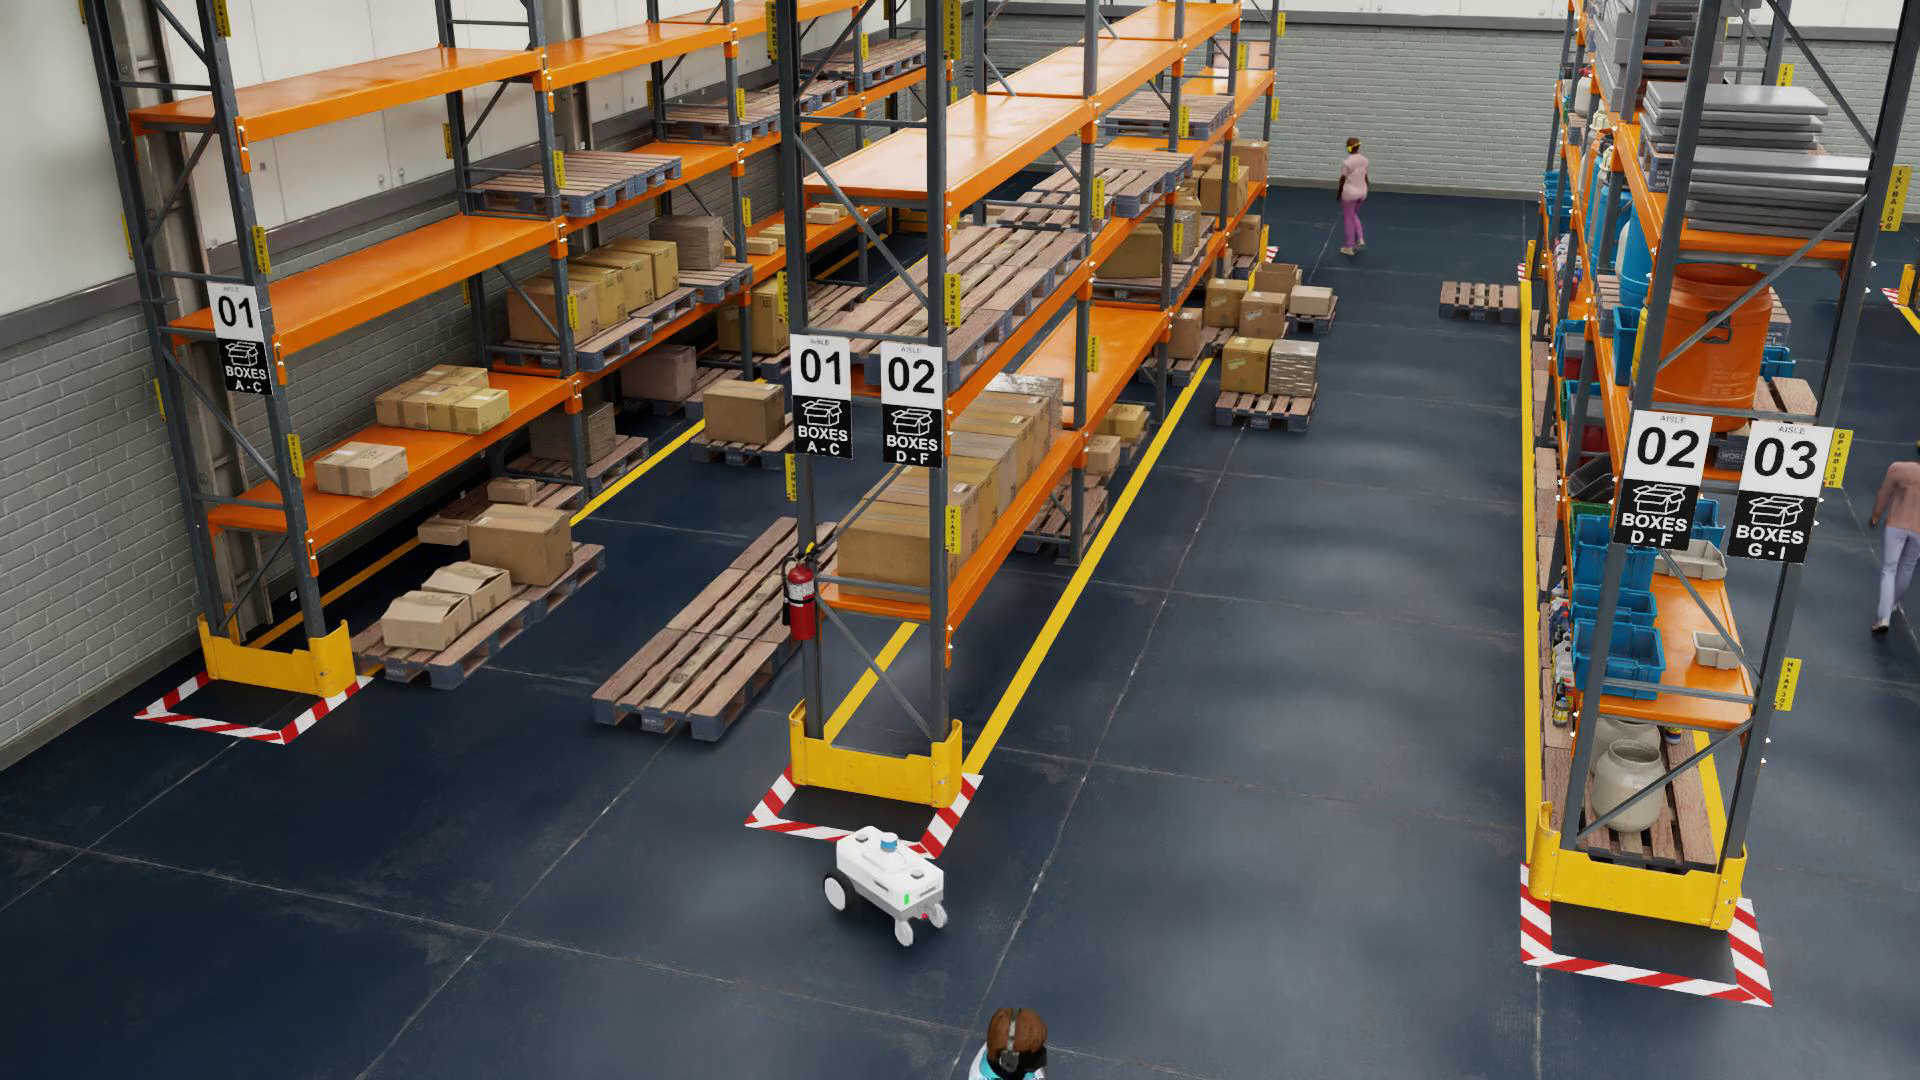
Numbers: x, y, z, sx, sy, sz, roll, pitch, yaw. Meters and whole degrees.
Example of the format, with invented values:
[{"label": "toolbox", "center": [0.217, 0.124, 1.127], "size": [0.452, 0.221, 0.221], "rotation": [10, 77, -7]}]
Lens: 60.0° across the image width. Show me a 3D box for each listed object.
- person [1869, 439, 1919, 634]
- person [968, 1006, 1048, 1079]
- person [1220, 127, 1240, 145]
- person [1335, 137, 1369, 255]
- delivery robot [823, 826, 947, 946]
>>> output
[{"label": "person", "center": [7.735, -0.092, 13.541], "size": [0.531, 1.727, 0.876], "rotation": [9, 25, 19]}, {"label": "person", "center": [0.176, 2.699, 6.950], "size": [0.490, 1.823, 0.630], "rotation": [5, 24, 11]}, {"label": "person", "center": [4.432, -5.834, 26.930], "size": [0.775, 1.665, 0.497], "rotation": [4, 24, 9]}, {"label": "person", "center": [6.013, -5.271, 25.477], "size": [0.504, 1.781, 0.402], "rotation": [-14, 27, -30]}, {"label": "delivery robot", "center": [-0.428, 2.038, 10.061], "size": [0.499, 0.575, 0.759], "rotation": [-20, 30, -38]}]
